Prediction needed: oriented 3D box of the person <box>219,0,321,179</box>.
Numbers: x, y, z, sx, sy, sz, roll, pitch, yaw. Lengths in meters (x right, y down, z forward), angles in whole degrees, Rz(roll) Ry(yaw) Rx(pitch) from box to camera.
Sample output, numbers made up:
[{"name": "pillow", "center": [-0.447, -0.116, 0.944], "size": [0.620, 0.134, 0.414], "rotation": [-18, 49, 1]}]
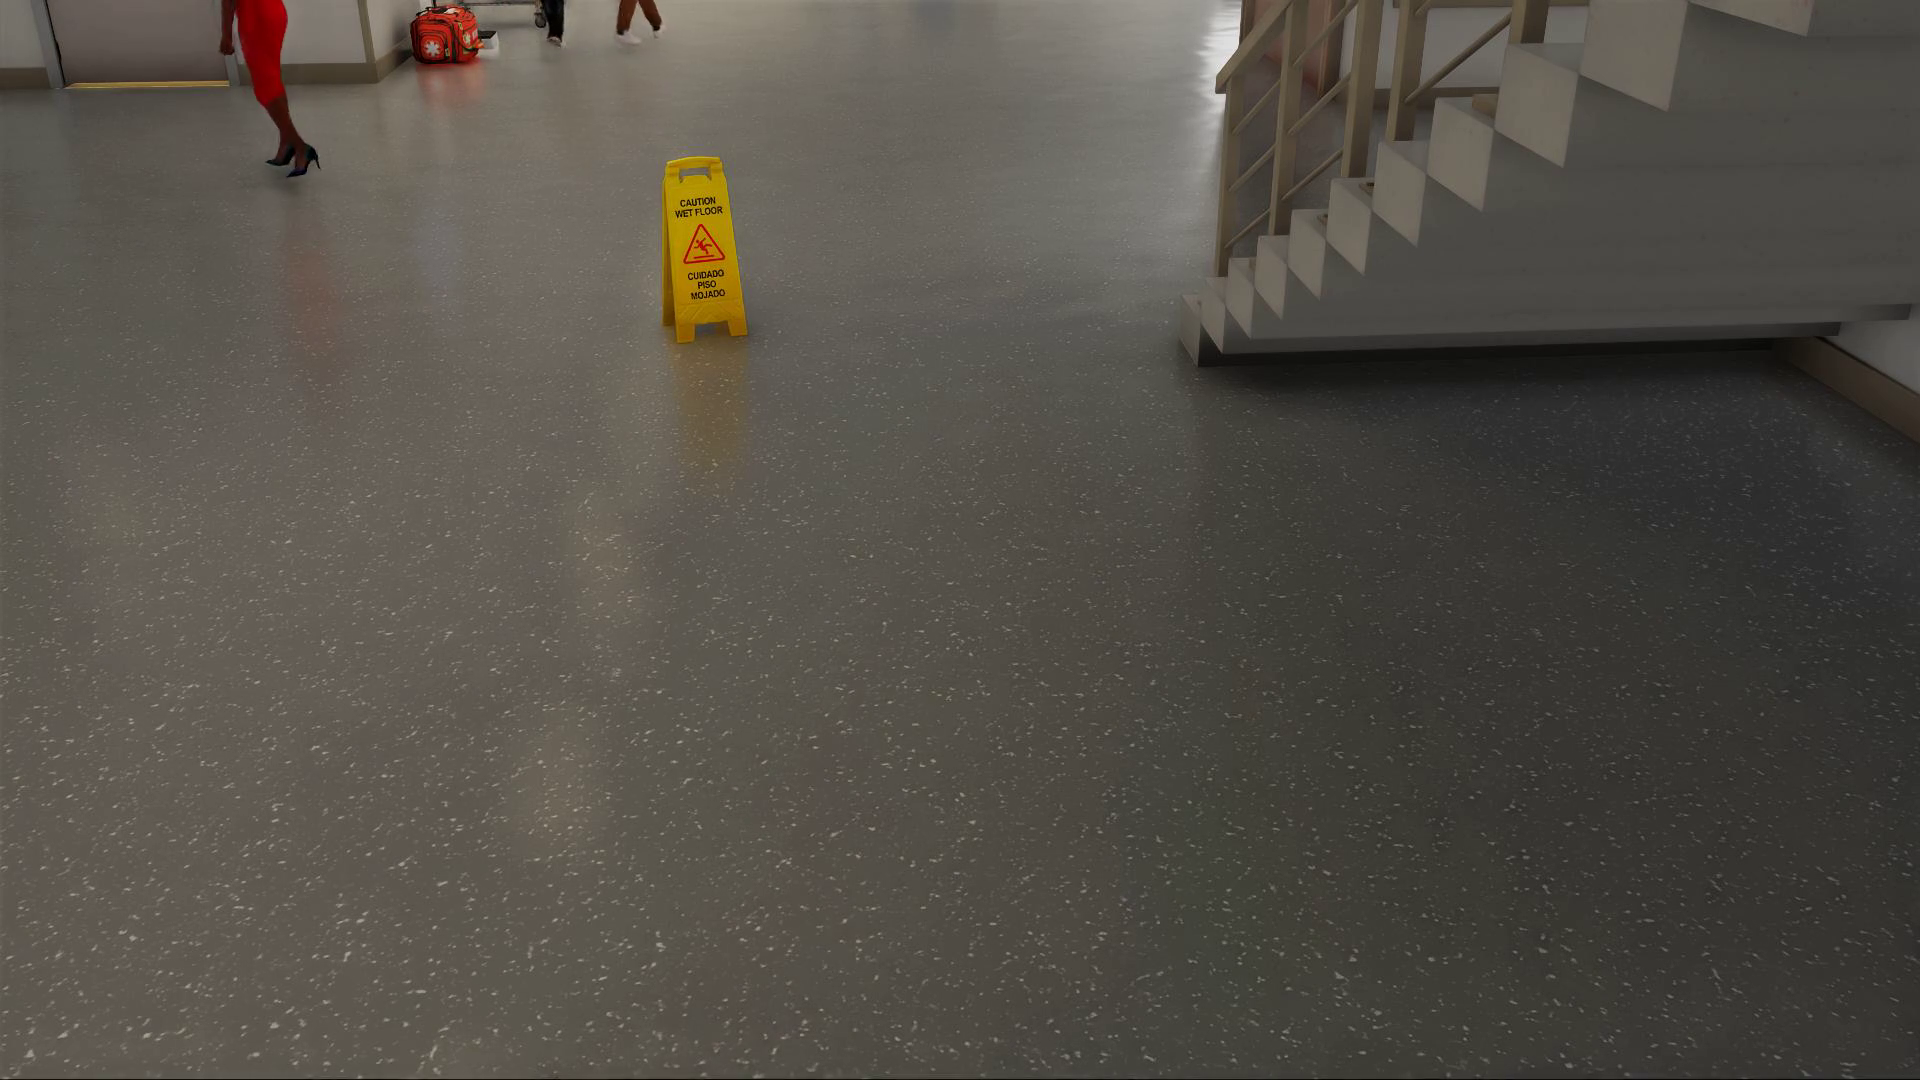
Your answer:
[{"name": "person", "center": [-4.134, -3.014, 9.865], "size": [0.750, 1.724, 0.709], "rotation": [8, 27, 17]}]

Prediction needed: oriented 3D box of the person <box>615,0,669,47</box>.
[{"name": "person", "center": [-2.830, -5.082, 14.101], "size": [1.014, 1.771, 1.269], "rotation": [9, 27, 18]}]
